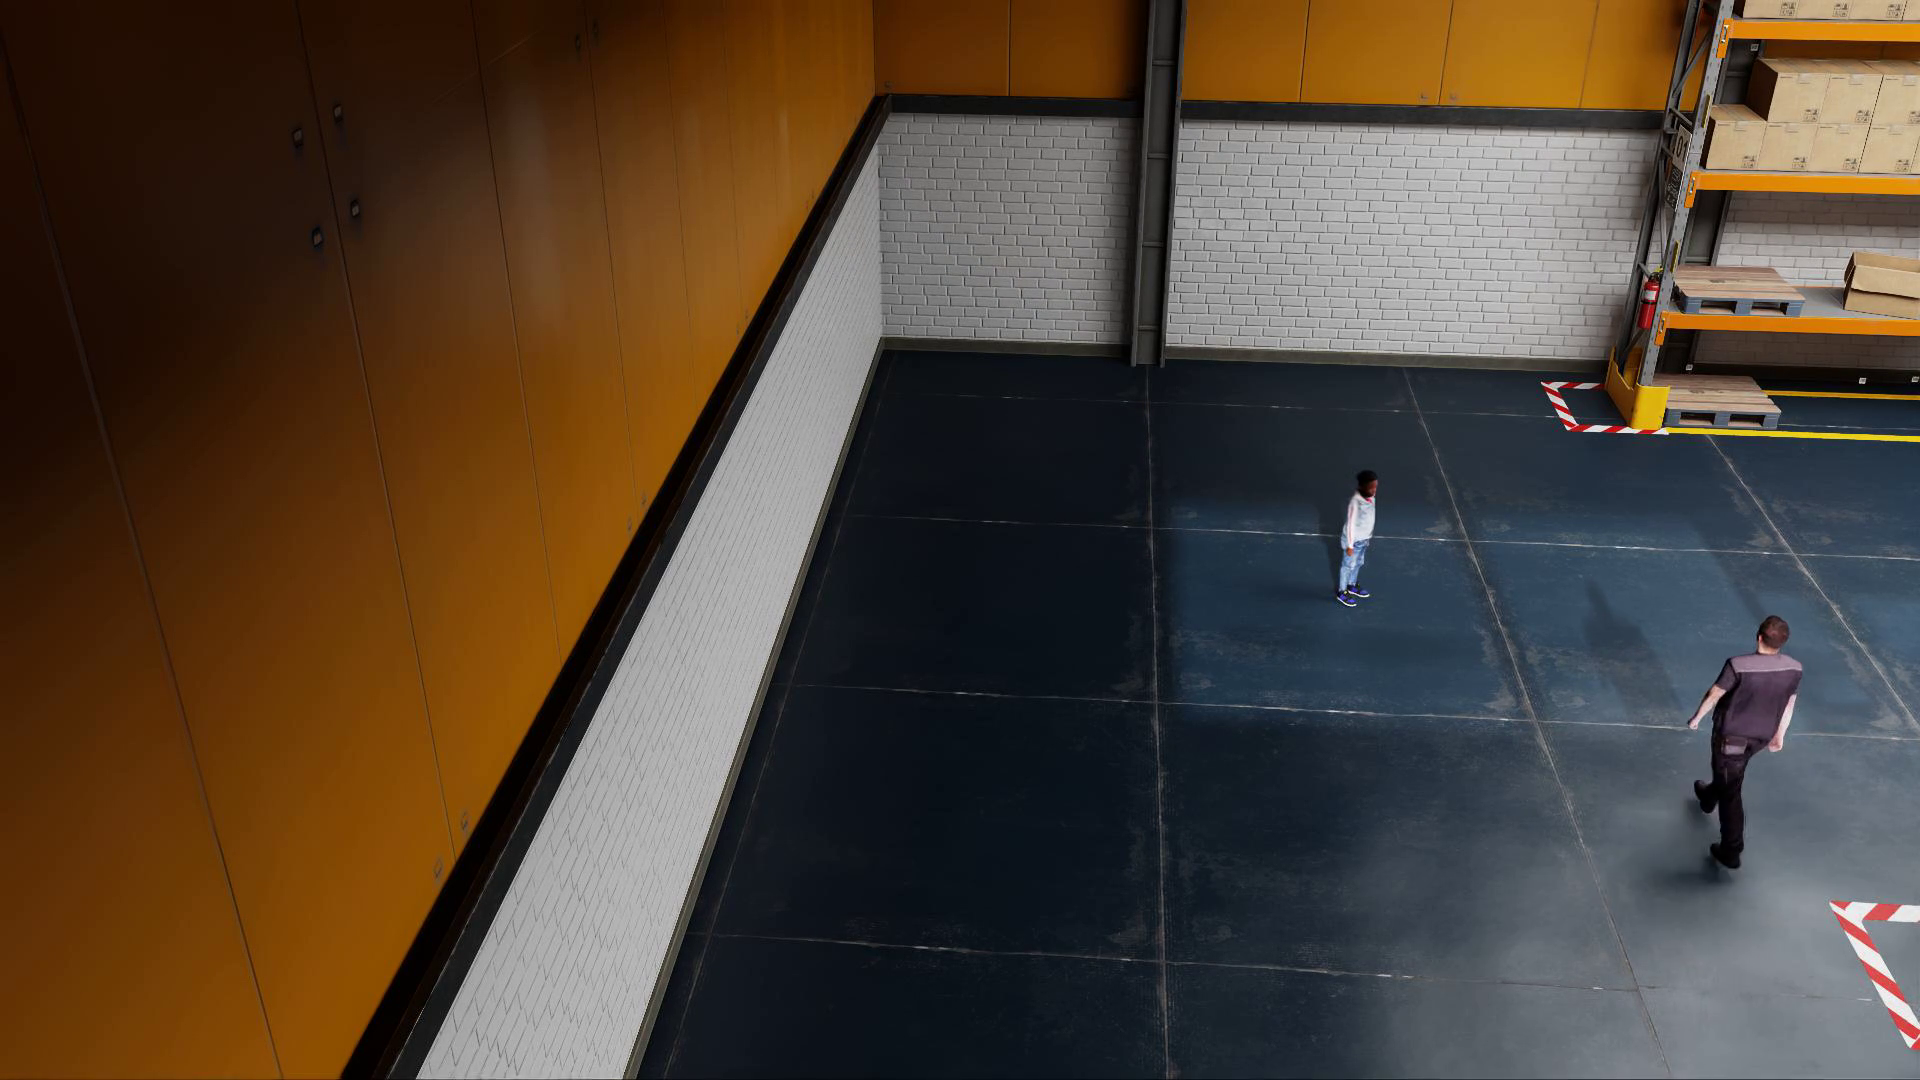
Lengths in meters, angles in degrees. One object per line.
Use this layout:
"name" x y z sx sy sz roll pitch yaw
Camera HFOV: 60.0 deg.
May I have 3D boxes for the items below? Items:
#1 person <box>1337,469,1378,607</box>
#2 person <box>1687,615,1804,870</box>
"person" 3.491 -0.054 14.624 0.620 1.261 0.568 24 37 37
"person" 5.386 1.397 11.396 1.174 1.805 0.905 -1 29 -2
